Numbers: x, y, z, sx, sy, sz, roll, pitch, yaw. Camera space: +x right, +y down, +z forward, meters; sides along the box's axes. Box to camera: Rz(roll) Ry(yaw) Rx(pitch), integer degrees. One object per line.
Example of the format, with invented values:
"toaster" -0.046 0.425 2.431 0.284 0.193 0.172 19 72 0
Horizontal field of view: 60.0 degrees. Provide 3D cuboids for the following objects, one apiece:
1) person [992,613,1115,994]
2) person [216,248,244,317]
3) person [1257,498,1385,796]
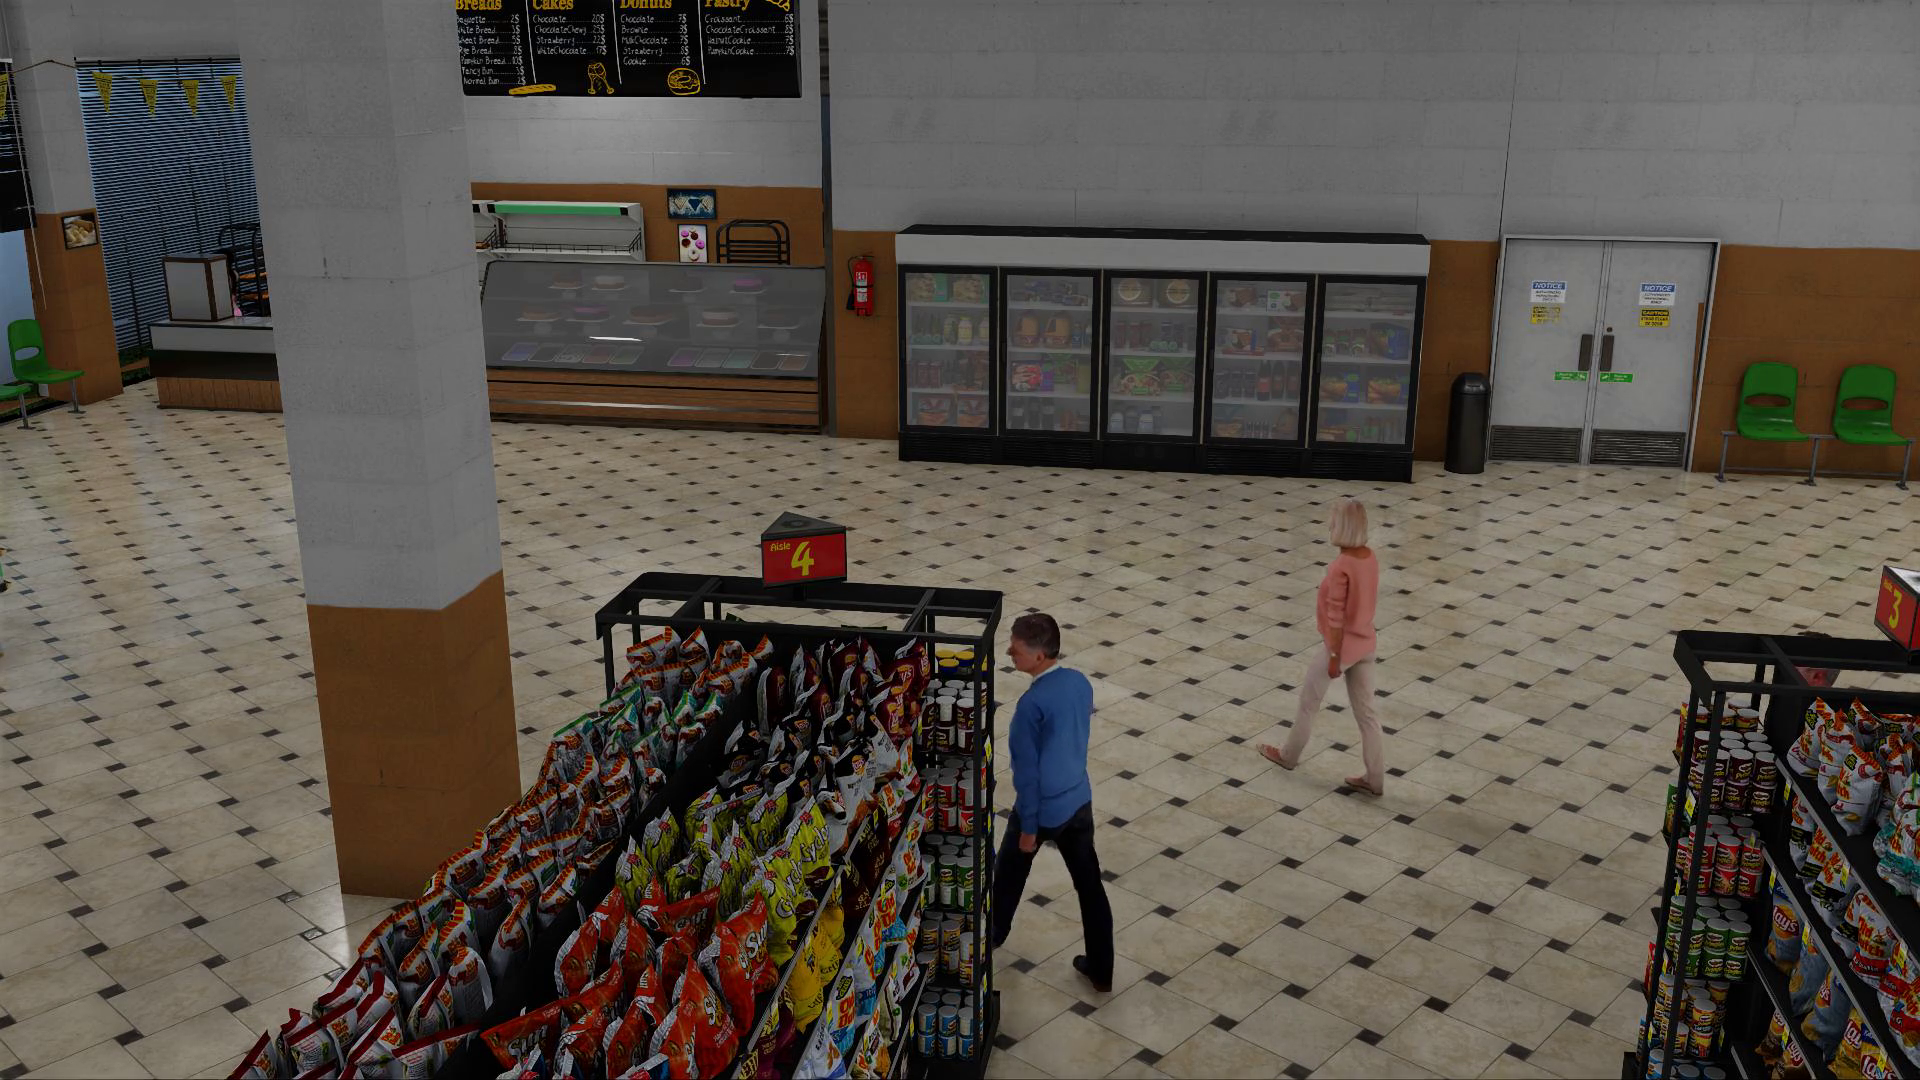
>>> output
"person" 0.474 1.205 7.364 1.161 1.759 1.139 -15 23 -41
"person" -8.849 -2.678 20.181 0.666 1.741 0.514 0 17 -1
"person" 2.251 0.635 9.362 1.027 1.689 1.043 16 23 43
